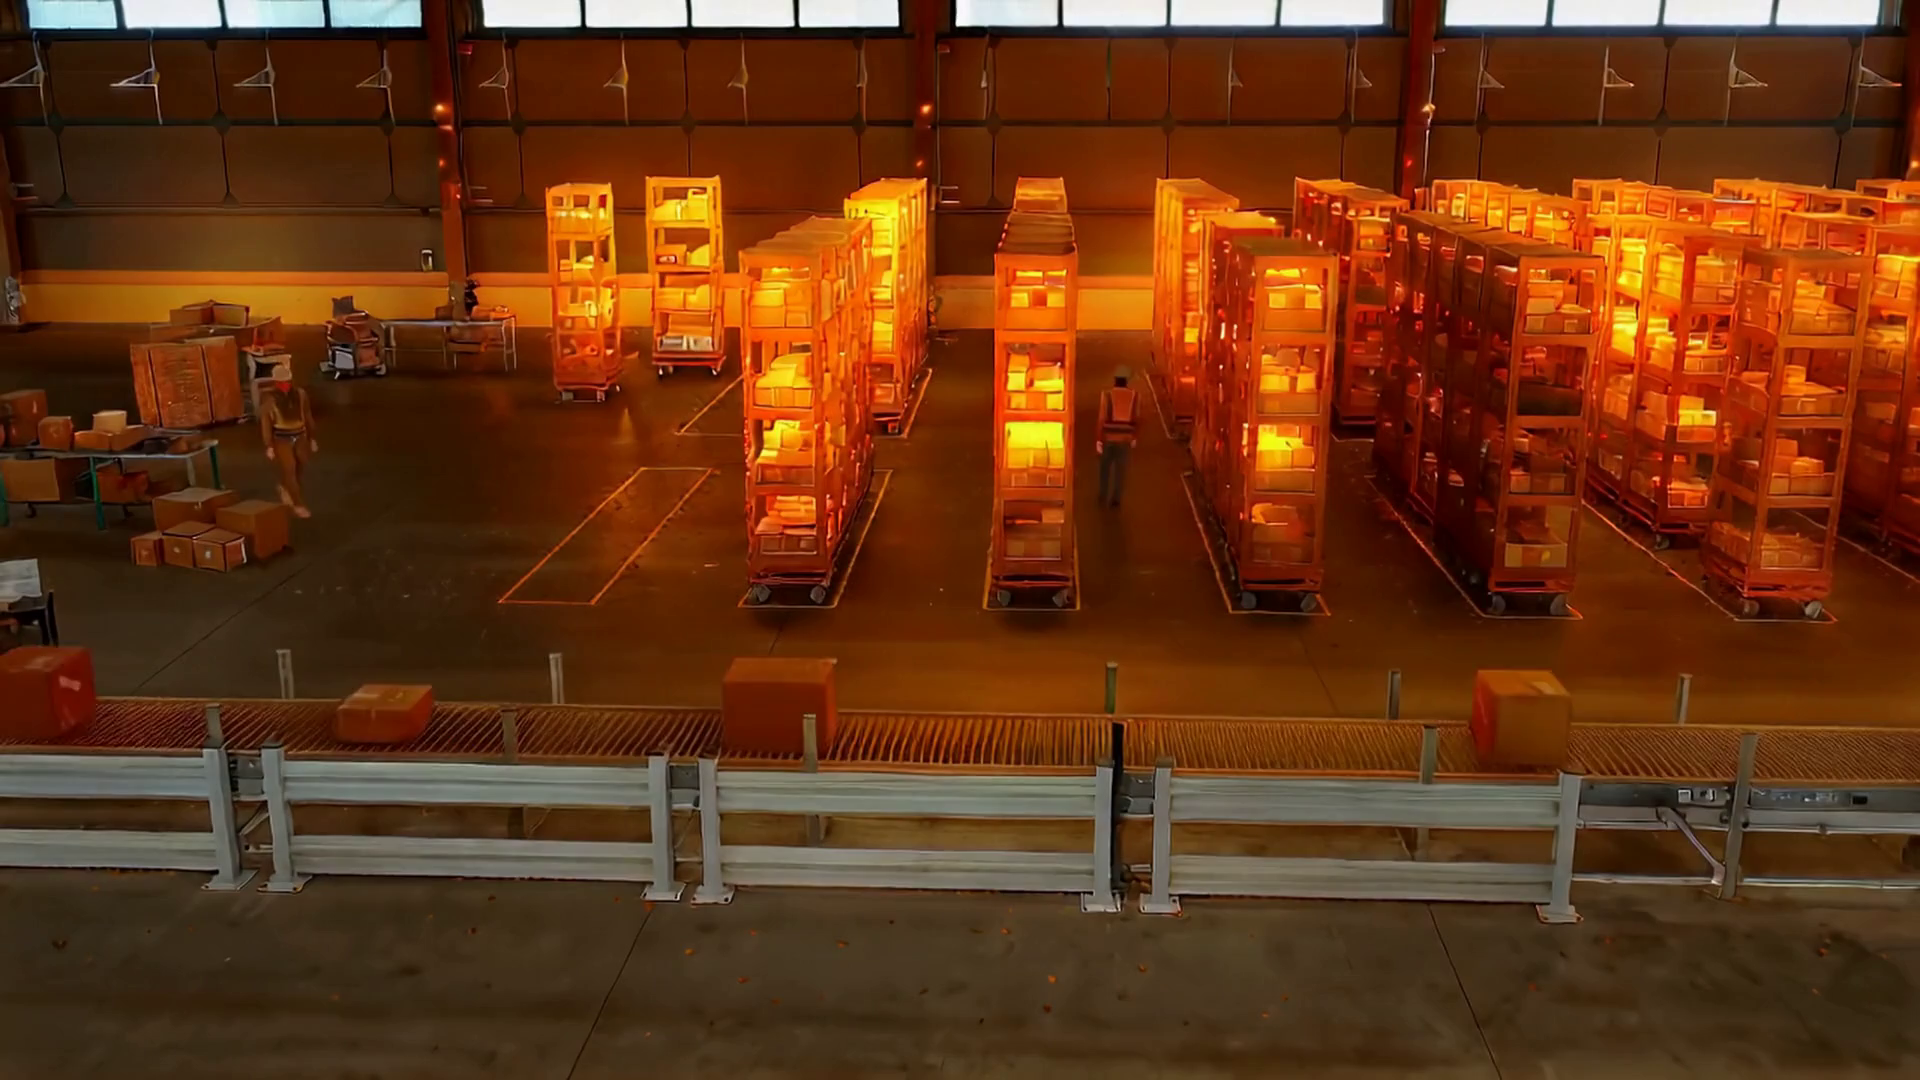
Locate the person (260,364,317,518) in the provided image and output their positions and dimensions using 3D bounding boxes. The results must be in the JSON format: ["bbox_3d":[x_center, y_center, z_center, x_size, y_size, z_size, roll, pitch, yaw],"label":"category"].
[{"bbox_3d":[-8.365,-1.269,20.642,0.908,1.910,0.592,13,20,40],"label":"person"}]

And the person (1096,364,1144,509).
[{"bbox_3d":[1.996,-1.335,21.089,0.596,1.791,0.850,-1,15,-2],"label":"person"}]
